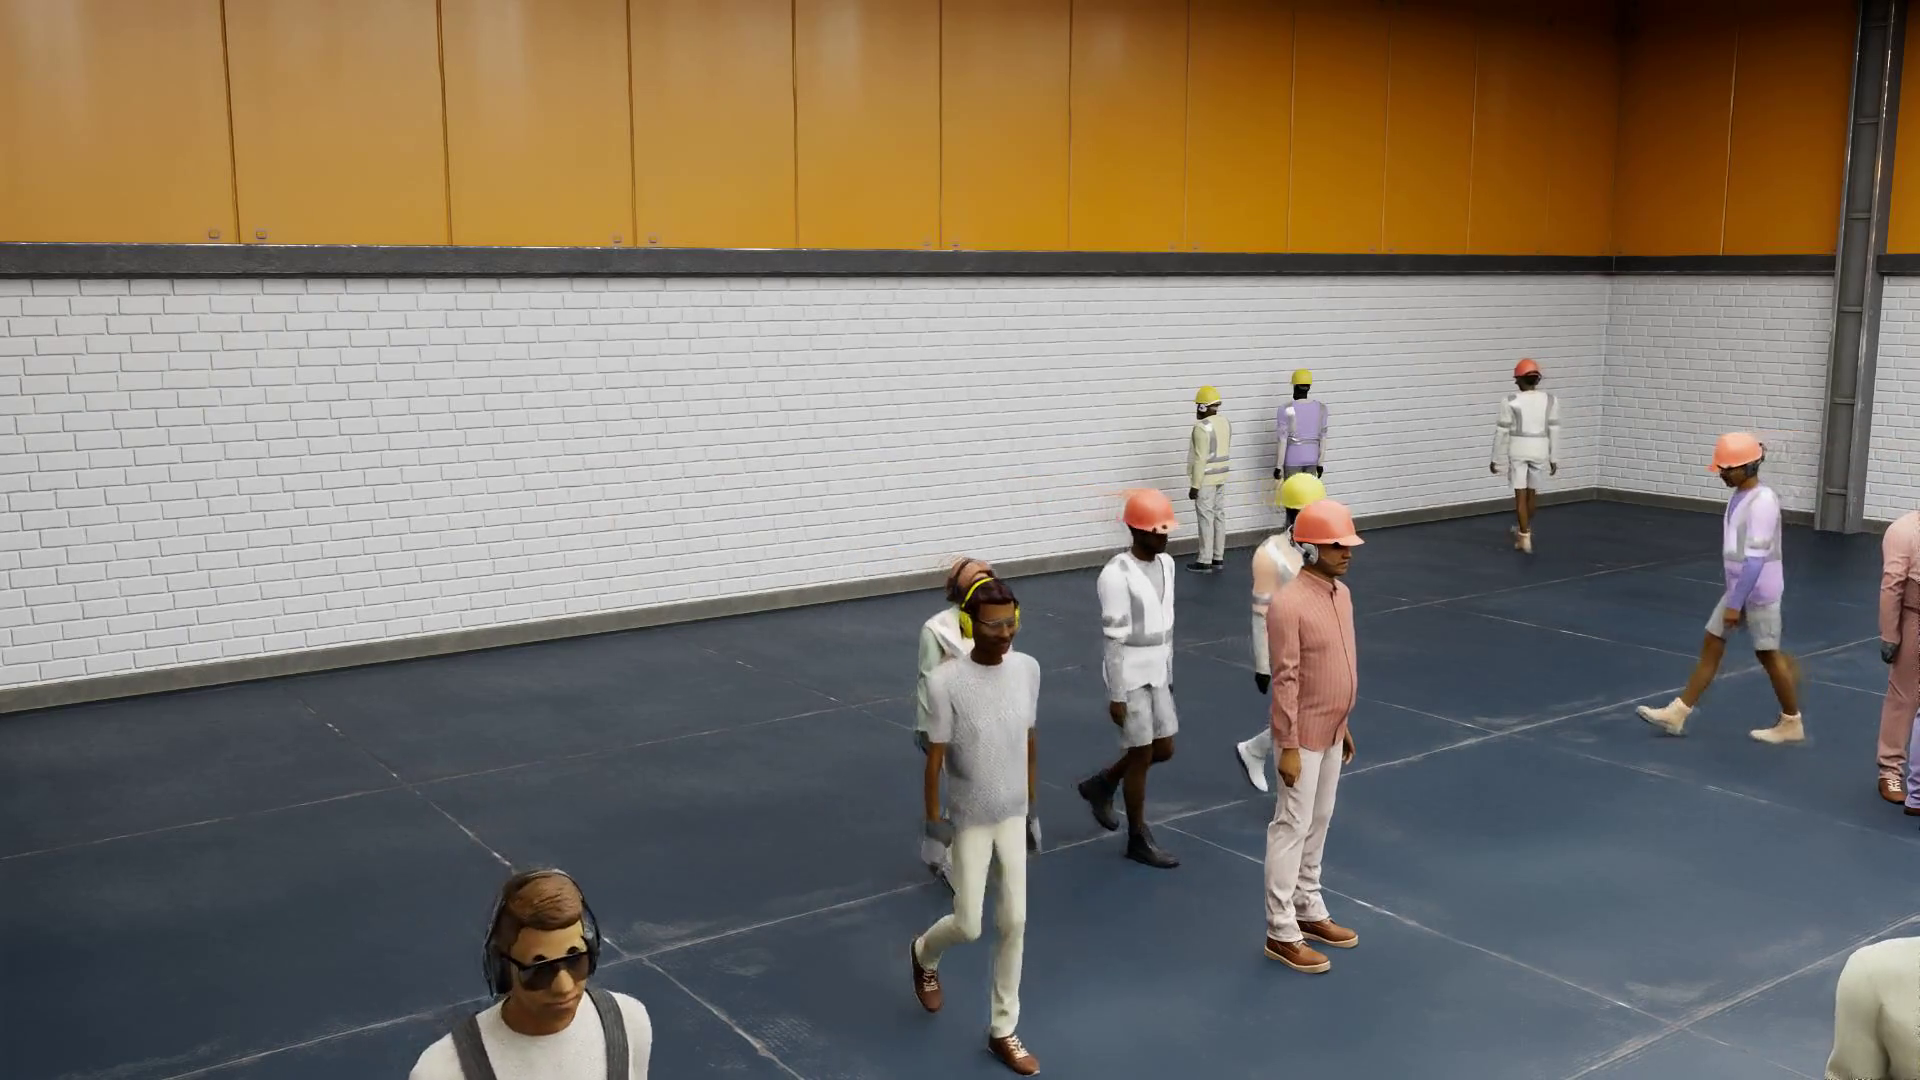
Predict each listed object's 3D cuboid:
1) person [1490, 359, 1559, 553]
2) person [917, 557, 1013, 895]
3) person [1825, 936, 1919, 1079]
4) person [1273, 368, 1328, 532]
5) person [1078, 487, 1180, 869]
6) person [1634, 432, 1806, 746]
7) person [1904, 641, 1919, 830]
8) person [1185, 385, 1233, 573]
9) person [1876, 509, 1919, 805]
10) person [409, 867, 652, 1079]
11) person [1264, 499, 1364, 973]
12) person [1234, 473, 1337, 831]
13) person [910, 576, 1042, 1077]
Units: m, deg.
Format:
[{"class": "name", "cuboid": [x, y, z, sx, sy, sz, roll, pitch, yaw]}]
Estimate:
[{"class": "person", "cuboid": [5.936, -0.900, 17.616, 0.636, 2.009, 0.847, -1, 9, -4]}, {"class": "person", "cuboid": [0.065, 0.882, 7.826, 0.528, 1.618, 0.516, 9, 13, 43]}, {"class": "person", "cuboid": [2.003, 1.438, 3.256, 0.614, 1.993, 0.395, 4, 10, 22]}, {"class": "person", "cuboid": [3.572, -0.837, 17.498, 0.590, 1.927, 0.367, -3, 10, -19]}, {"class": "person", "cuboid": [0.839, 0.669, 8.288, 0.601, 1.911, 0.549, 8, 12, 40]}, {"class": "person", "cuboid": [4.797, 0.309, 10.291, 1.037, 1.966, 0.680, 1, 9, 9]}, {"class": "person", "cuboid": [5.262, 0.596, 8.732, 0.402, 1.904, 0.651, 3, 10, 18]}, {"class": "person", "cuboid": [2.421, -0.598, 16.308, 0.404, 1.835, 0.586, 7, 12, 37]}, {"class": "person", "cuboid": [5.419, 0.522, 9.189, 0.645, 1.903, 0.400, 0, 9, 0]}, {"class": "person", "cuboid": [-0.800, 1.524, 3.238, 0.520, 1.829, 0.422, -6, 11, -33]}, {"class": "person", "cuboid": [1.510, 0.814, 7.102, 0.375, 1.995, 0.611, 7, 11, 35]}, {"class": "person", "cuboid": [1.757, 0.568, 8.906, 0.595, 1.902, 0.639, -8, 12, -40]}, {"class": "person", "cuboid": [0.066, 1.029, 6.251, 0.513, 1.850, 0.671, -6, 11, -31]}]
